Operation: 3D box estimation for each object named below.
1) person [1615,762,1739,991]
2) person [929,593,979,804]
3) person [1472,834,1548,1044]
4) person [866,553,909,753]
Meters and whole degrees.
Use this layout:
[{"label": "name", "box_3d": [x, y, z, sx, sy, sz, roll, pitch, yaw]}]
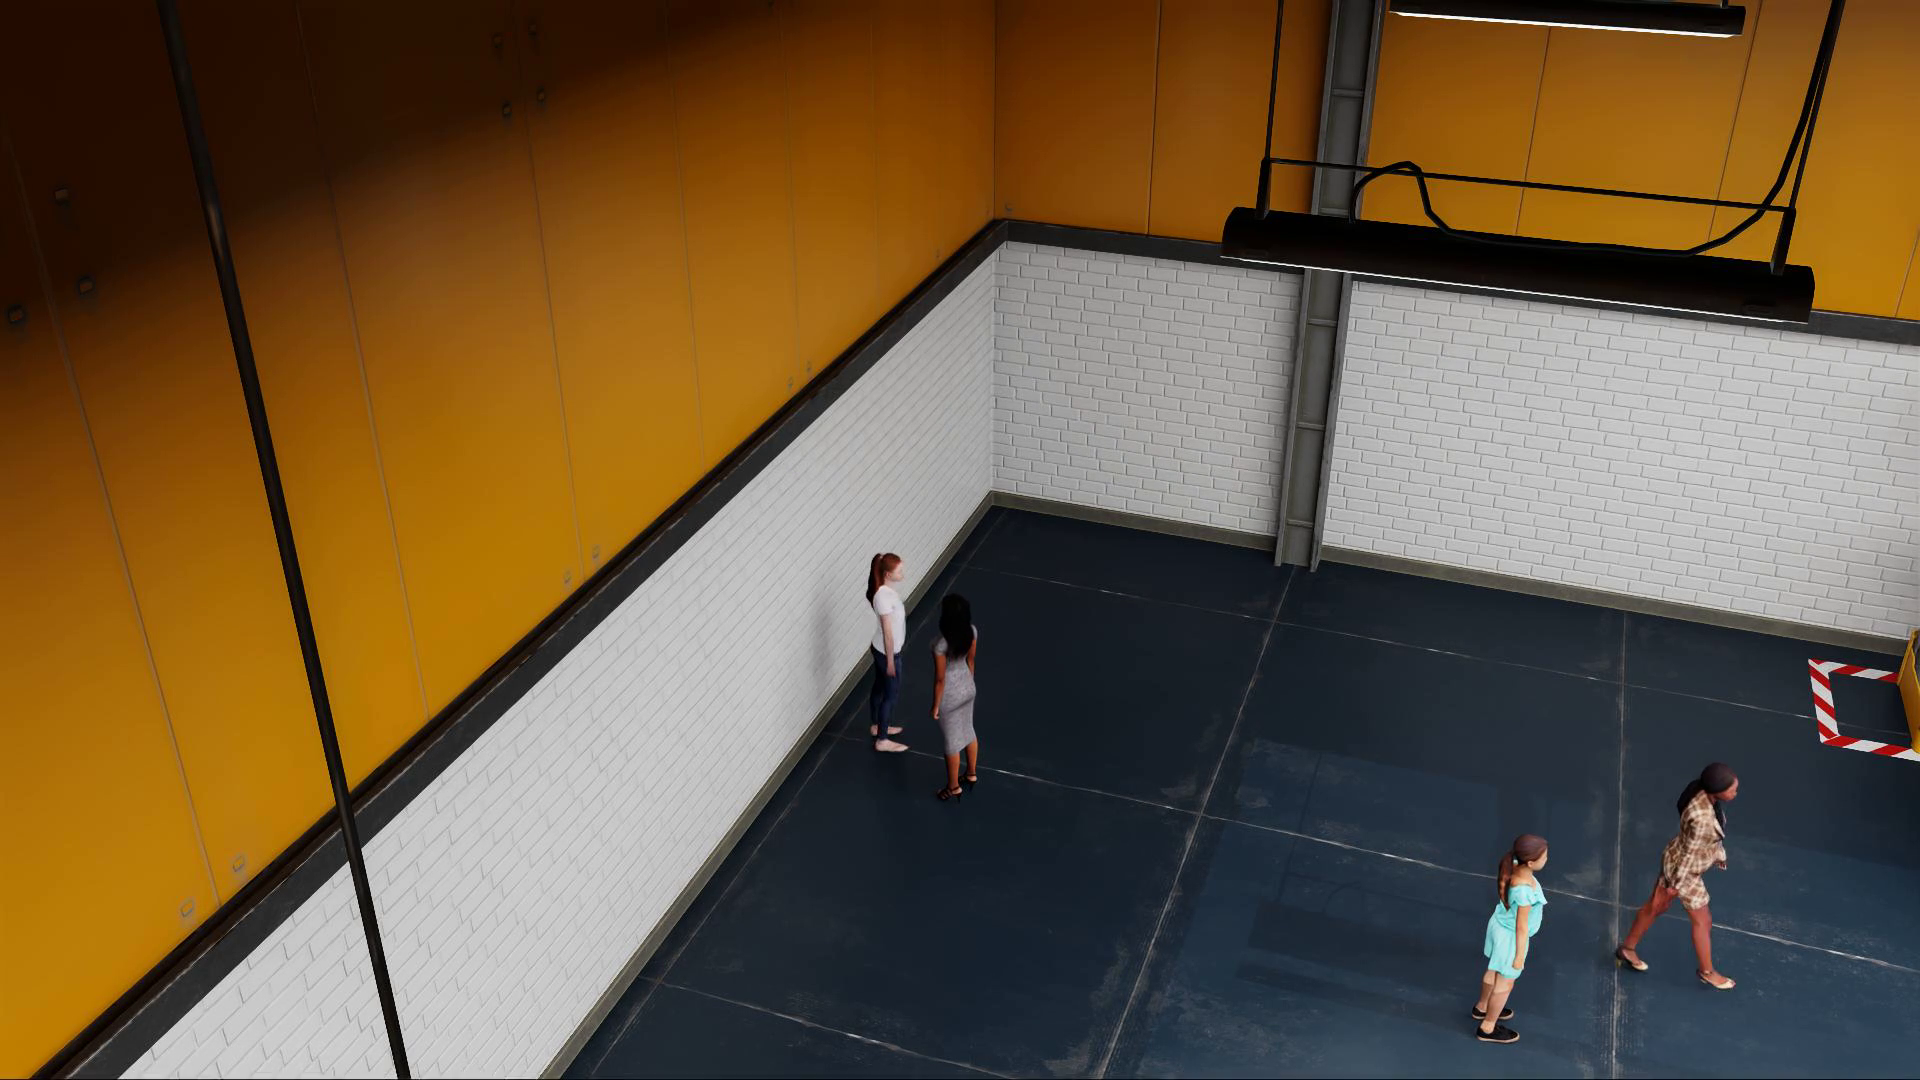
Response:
[{"label": "person", "box_3d": [4.575, 2.140, 10.743, 0.954, 1.759, 0.589, 9, 30, 15]}, {"label": "person", "box_3d": [-0.029, 1.186, 12.470, 0.657, 1.781, 0.659, -25, 37, -38]}, {"label": "person", "box_3d": [3.428, 2.459, 10.369, 0.627, 1.558, 0.613, 0, 29, 0]}, {"label": "person", "box_3d": [-0.599, 0.879, 13.082, 0.705, 1.733, 0.705, -8, 30, -14]}]
